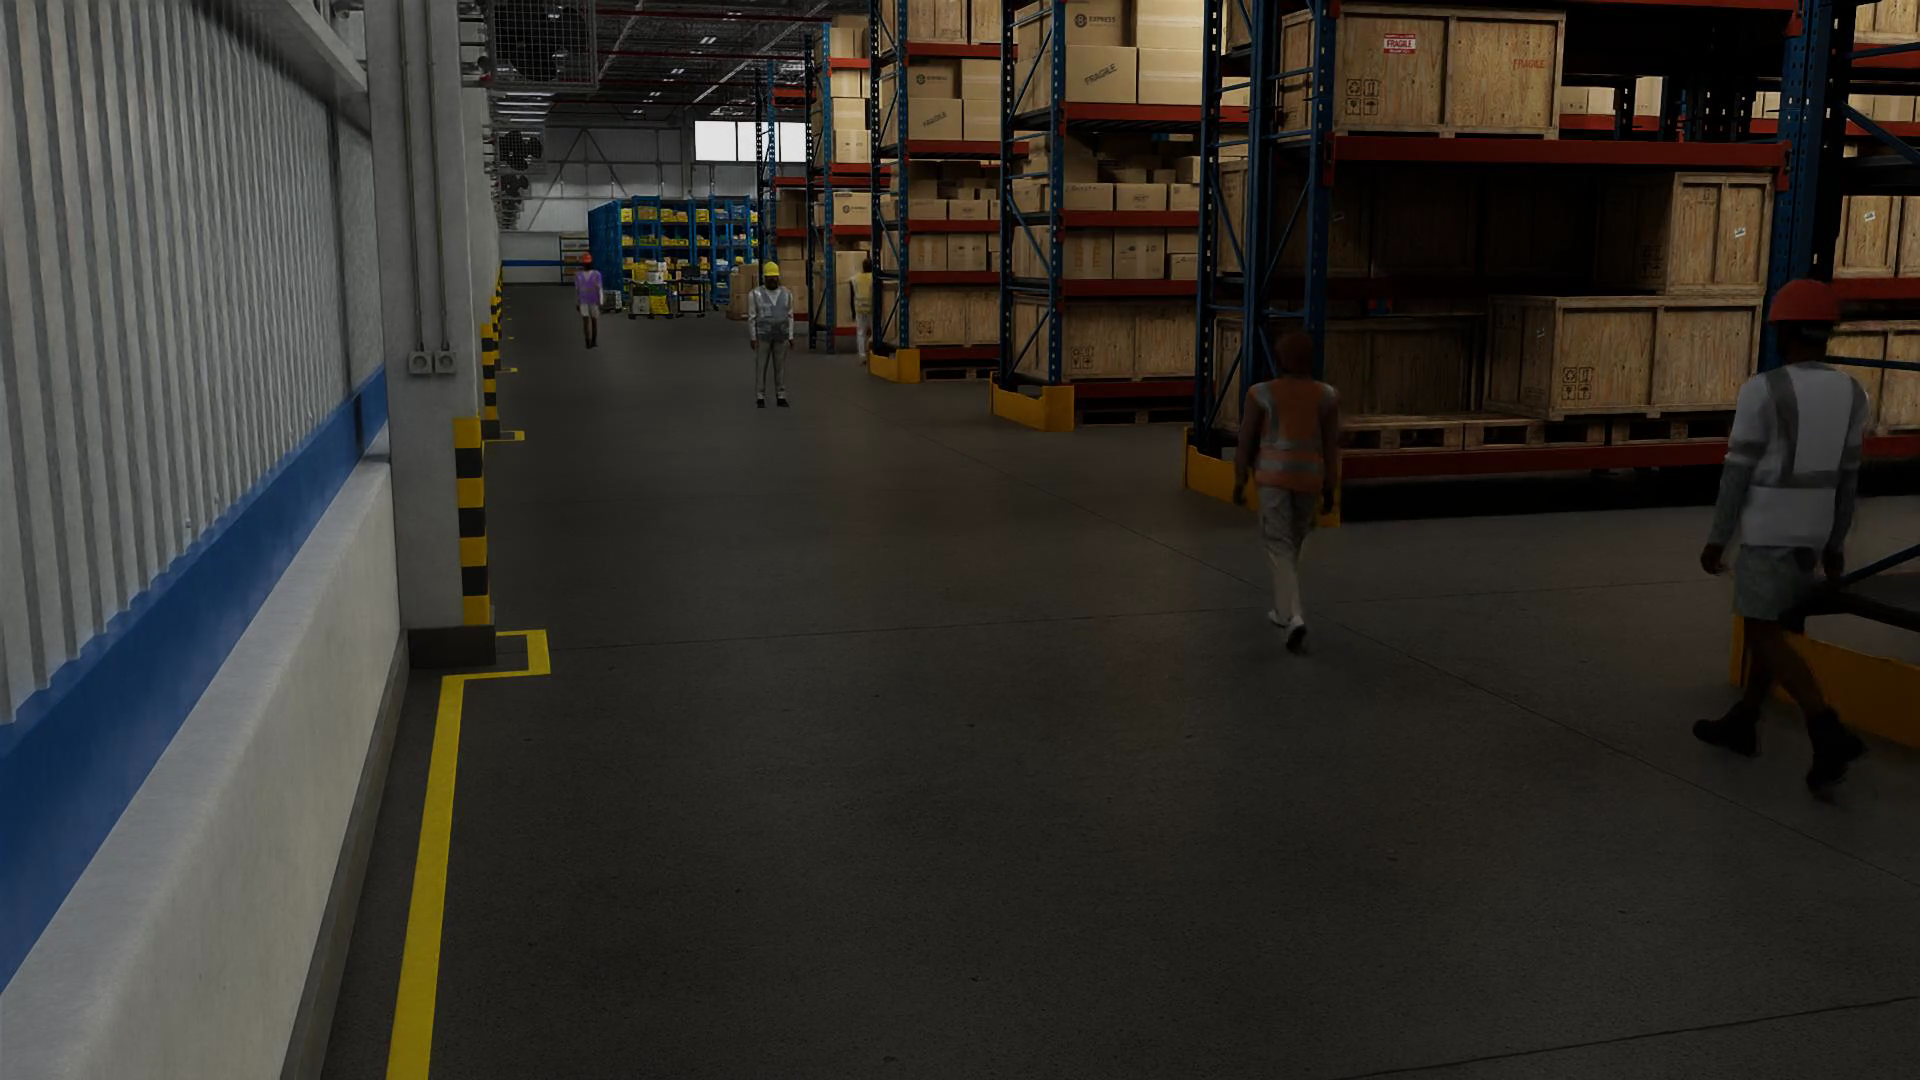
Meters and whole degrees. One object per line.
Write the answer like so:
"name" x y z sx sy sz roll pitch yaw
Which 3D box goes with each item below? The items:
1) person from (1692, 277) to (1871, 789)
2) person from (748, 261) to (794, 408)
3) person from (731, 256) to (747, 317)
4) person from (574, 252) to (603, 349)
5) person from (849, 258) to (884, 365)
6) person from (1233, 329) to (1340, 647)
"person" 3.183 -0.037 6.324 0.544 1.914 0.870 -4 11 -20
"person" -2.363 -2.580 20.944 0.591 1.833 0.404 -4 11 -21
"person" -6.389 -7.322 48.093 0.485 1.736 0.361 2 10 13
"person" -7.412 -4.785 33.216 0.555 1.917 0.822 -2 10 -9
"person" -1.570 -3.911 28.517 0.645 1.821 0.633 2 10 13
"person" 1.688 -0.274 8.535 0.524 1.604 0.813 -1 10 -6
